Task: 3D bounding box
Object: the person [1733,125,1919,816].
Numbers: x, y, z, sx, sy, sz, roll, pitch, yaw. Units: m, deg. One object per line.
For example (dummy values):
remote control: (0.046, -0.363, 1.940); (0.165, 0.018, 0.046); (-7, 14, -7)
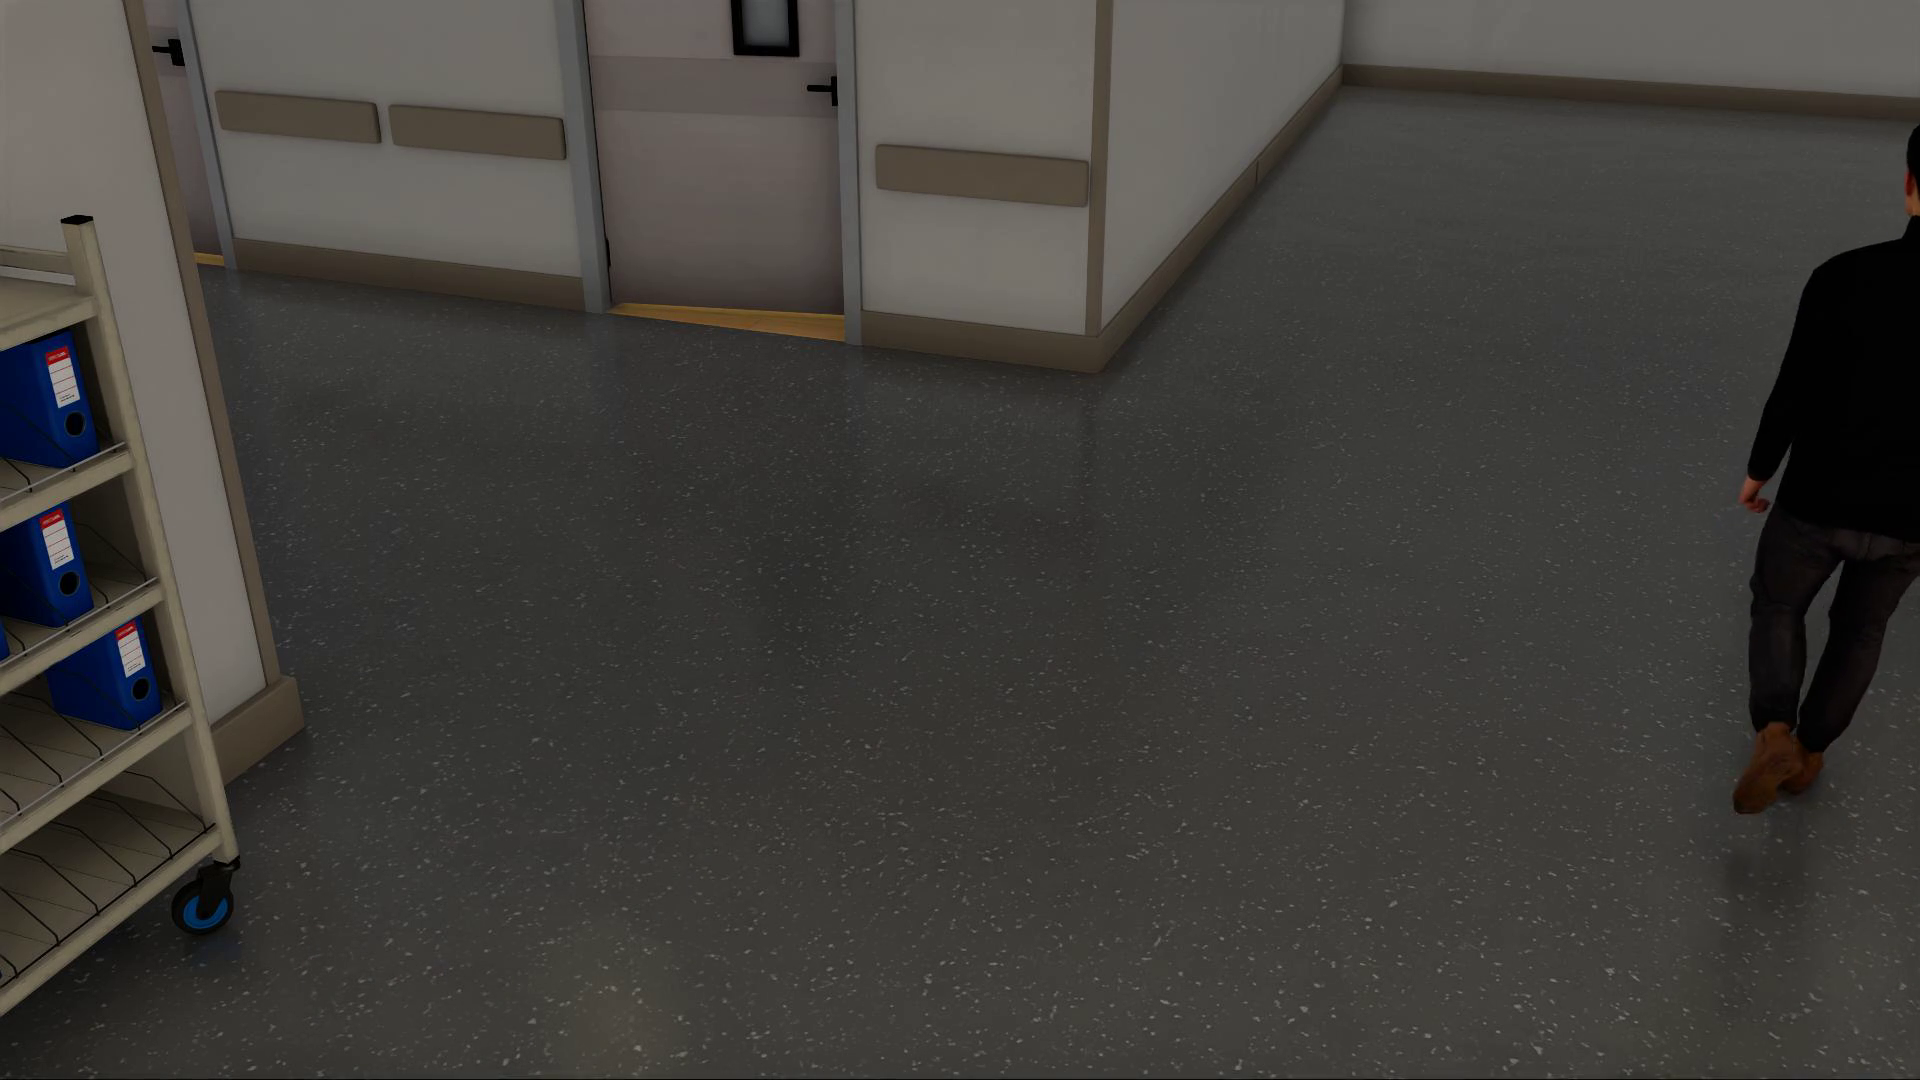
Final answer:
person: (2.101, -0.100, 3.866); (0.707, 1.709, 0.861); (11, 28, 22)
